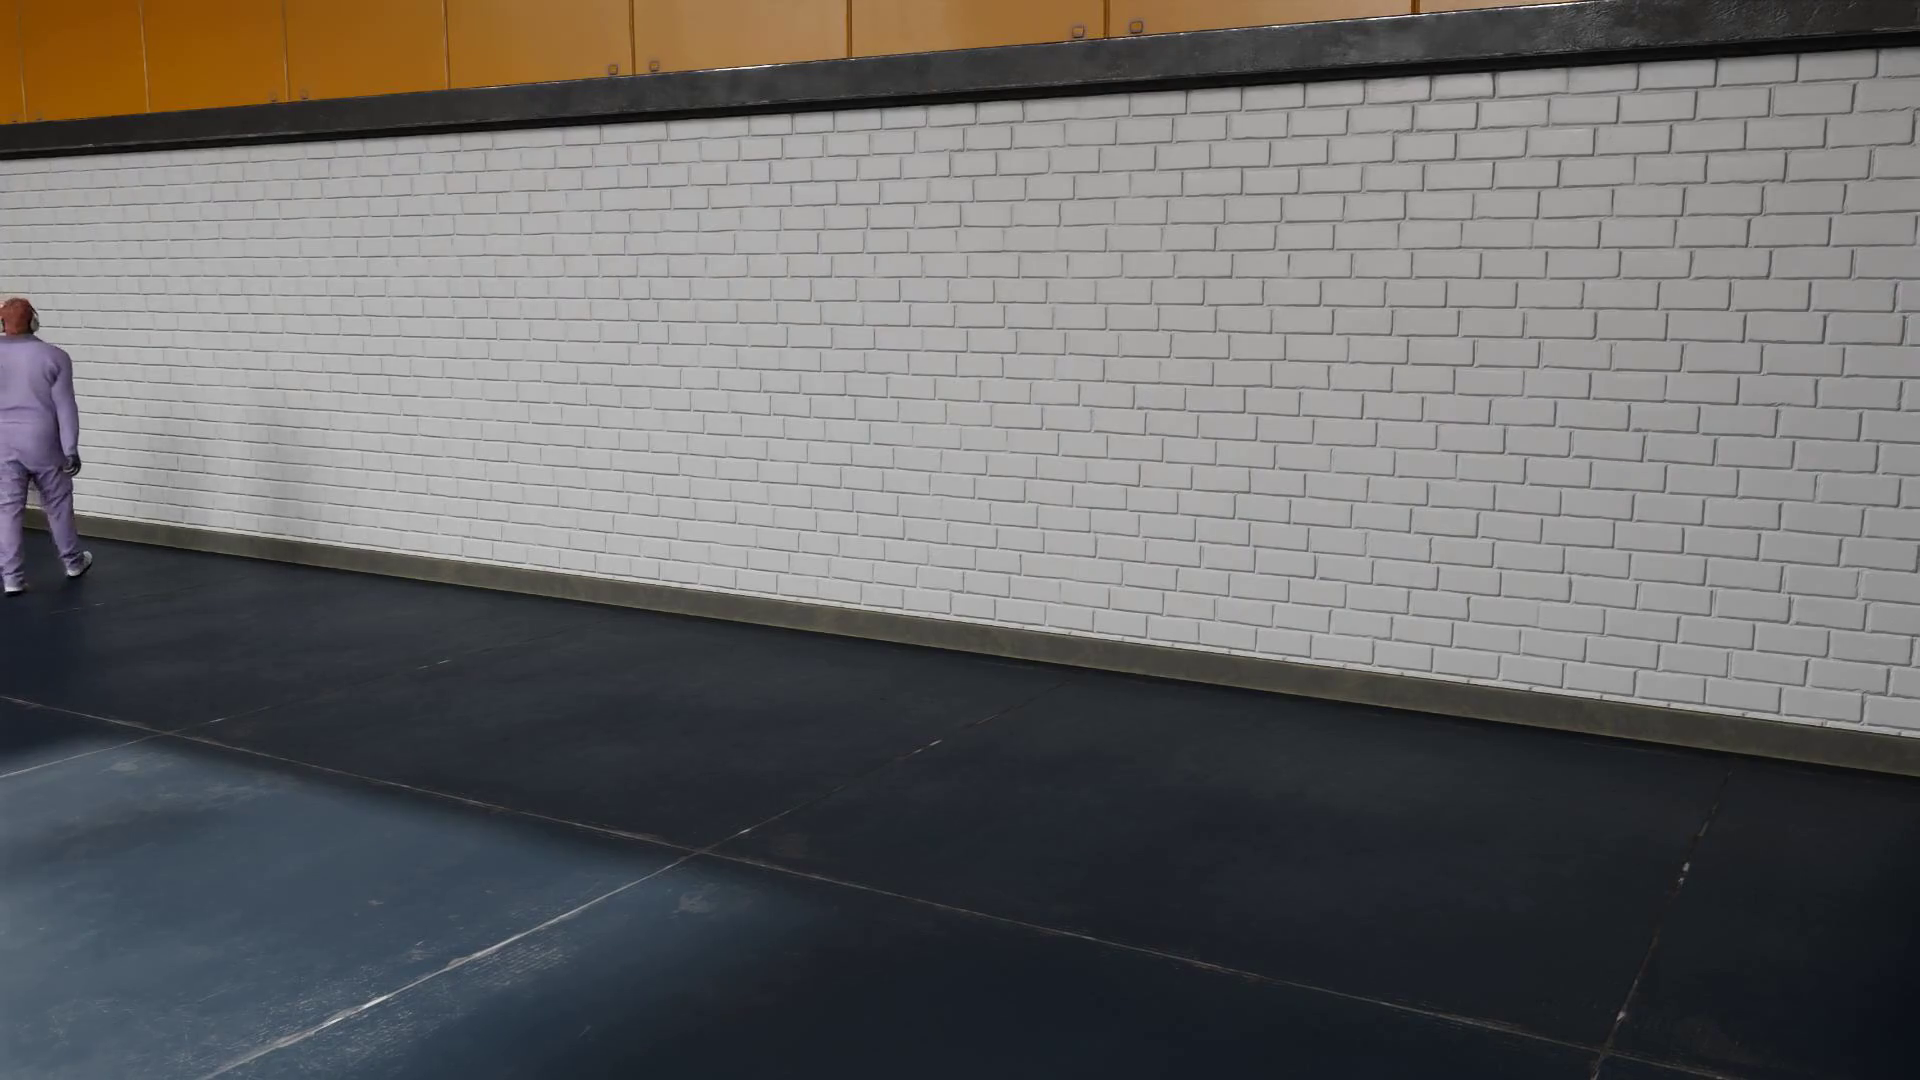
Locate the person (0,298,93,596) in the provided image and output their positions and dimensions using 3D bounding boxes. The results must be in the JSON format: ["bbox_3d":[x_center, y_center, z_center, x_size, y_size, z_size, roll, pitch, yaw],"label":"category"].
[{"bbox_3d":[-5.980,-0.615,10.713,0.670,1.859,0.915,-2,9,-12],"label":"person"}]
